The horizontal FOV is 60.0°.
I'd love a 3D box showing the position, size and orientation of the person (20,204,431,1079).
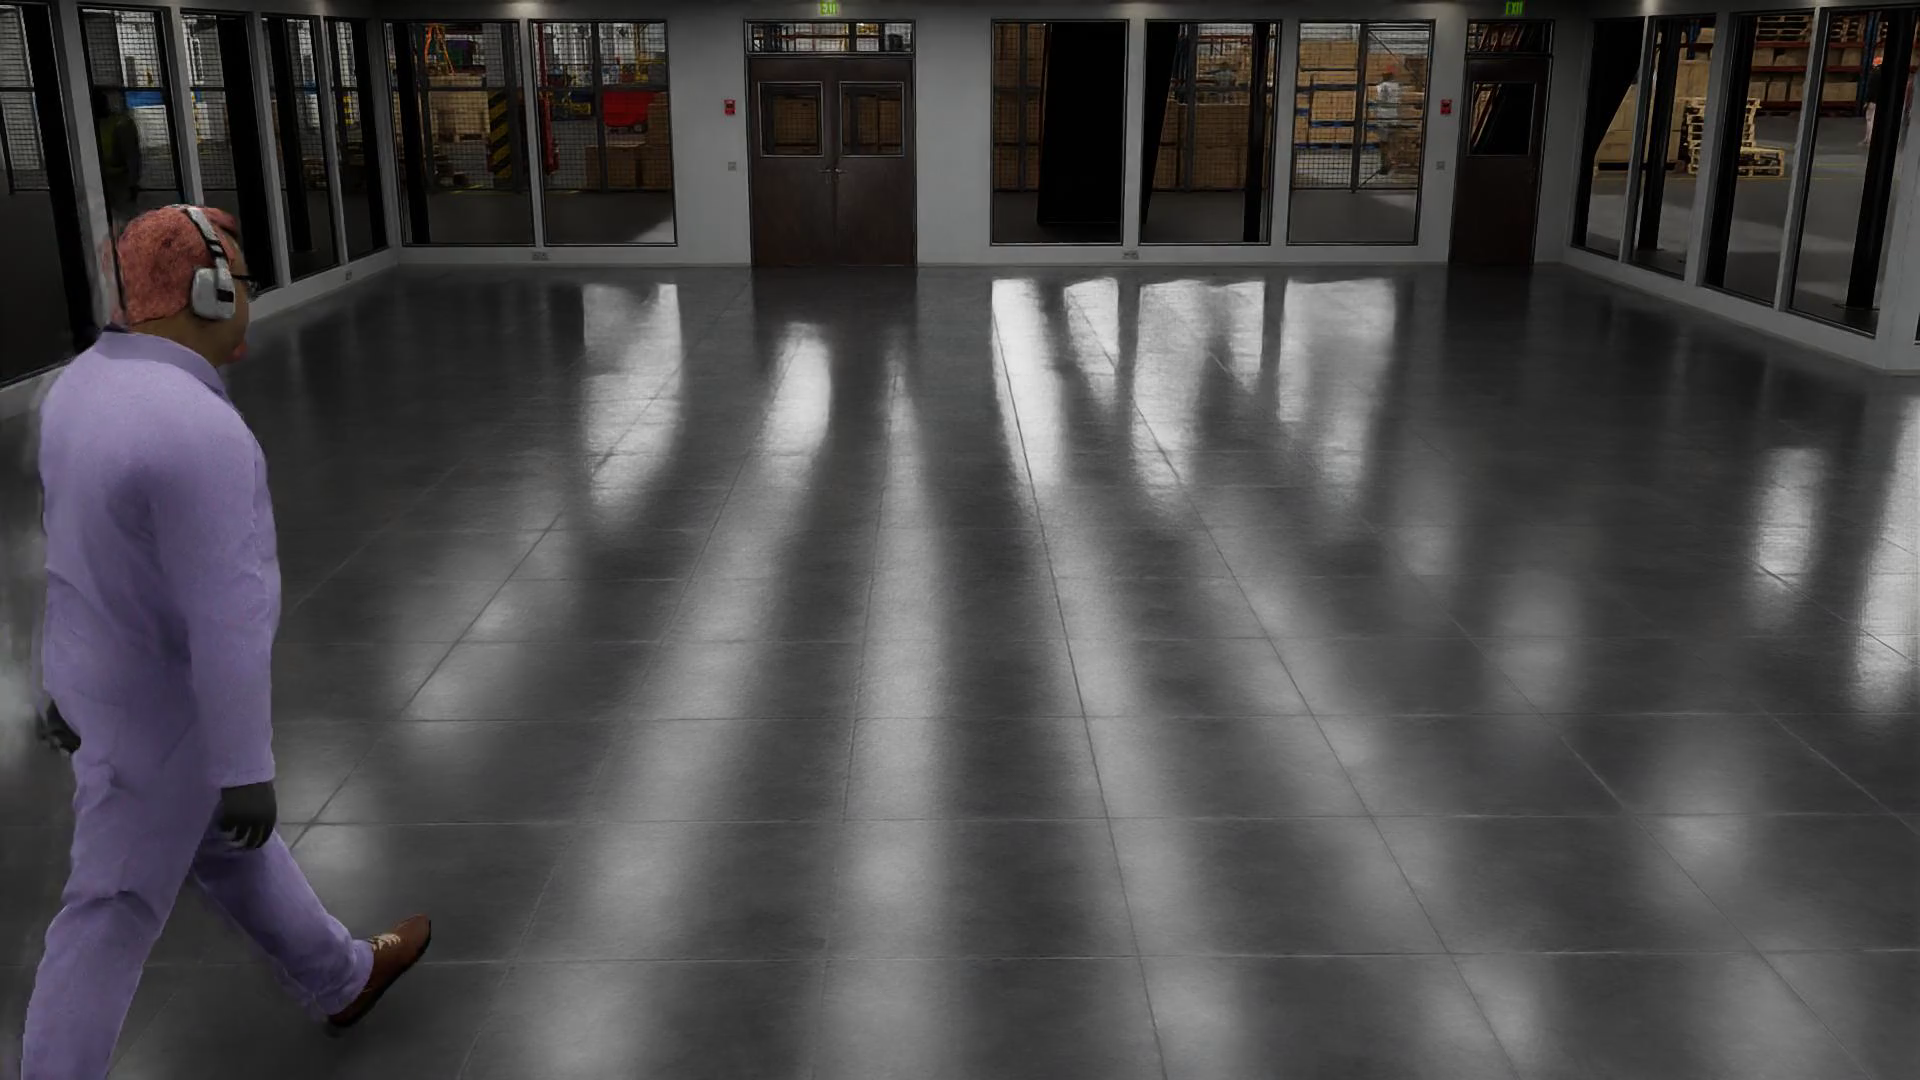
[{"bbox_3d":[-1.466,0.305,3.194,1.025,1.838,0.727,-14,22,-40],"label":"person"}]
